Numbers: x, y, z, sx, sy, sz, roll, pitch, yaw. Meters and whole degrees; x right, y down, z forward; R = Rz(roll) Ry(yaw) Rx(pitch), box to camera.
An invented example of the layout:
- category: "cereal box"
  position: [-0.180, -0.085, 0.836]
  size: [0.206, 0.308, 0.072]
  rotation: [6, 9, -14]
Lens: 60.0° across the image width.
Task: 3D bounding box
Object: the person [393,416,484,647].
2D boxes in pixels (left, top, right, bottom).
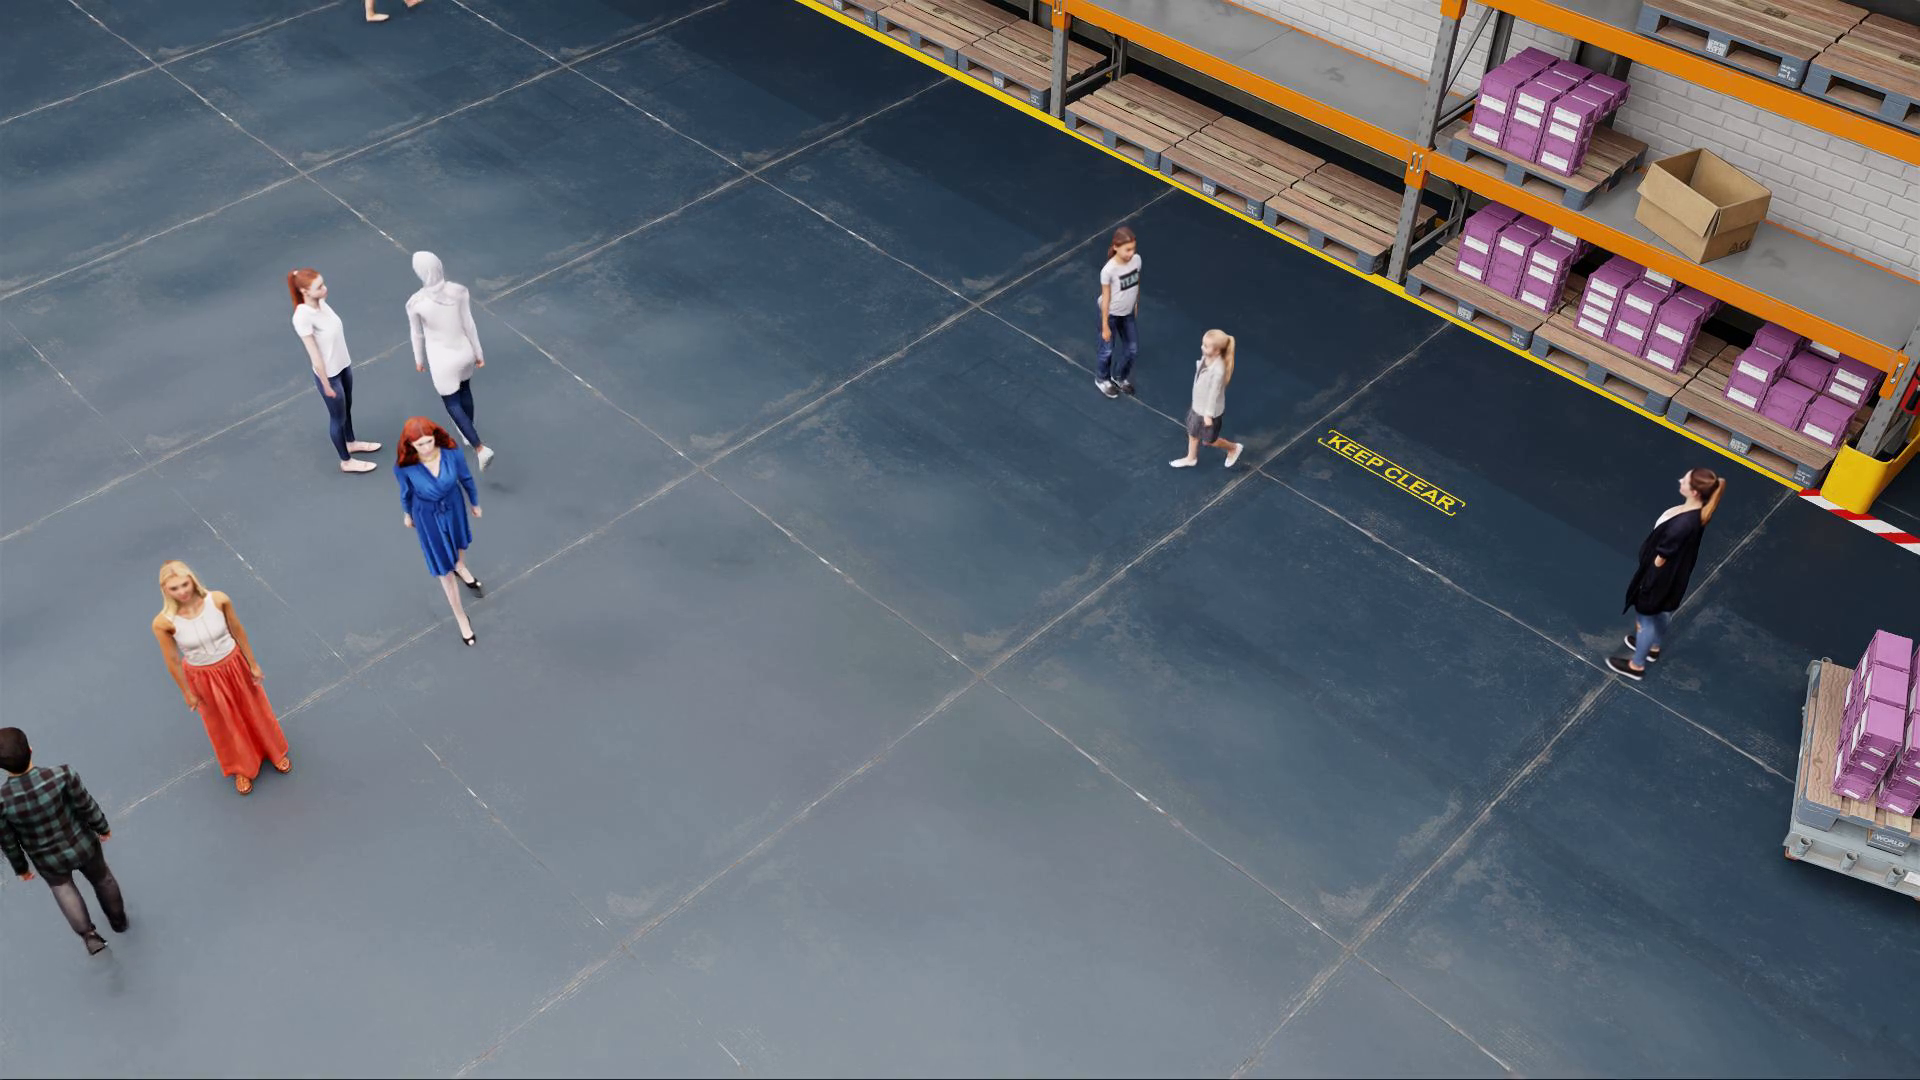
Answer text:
- category: "person"
  position: [-3.447, -0.194, 11.031]
  size: [0.797, 1.778, 1.050]
  rotation: [-24, 49, -23]

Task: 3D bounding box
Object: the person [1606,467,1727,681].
- category: "person"
  position: [4.541, 0.206, 10.683]
  size: [0.568, 1.680, 0.644]
  rotation: [30, 51, 28]

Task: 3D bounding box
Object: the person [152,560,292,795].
- category: "person"
  position: [-4.449, 0.795, 9.975]
  size: [0.637, 1.803, 0.594]
  rotation: [-30, 51, -27]

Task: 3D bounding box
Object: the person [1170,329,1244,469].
- category: "person"
  position: [1.879, -1.010, 12.261]
  size: [0.779, 1.263, 0.771]
  rotation: [-7, 44, -7]

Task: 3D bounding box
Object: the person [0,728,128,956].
- category: "person"
  position: [-4.956, 1.727, 9.165]
  size: [0.772, 1.704, 0.796]
  rotation: [-23, 48, -23]

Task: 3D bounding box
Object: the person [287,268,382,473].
- category: "person"
  position: [-4.614, -1.238, 12.158]
  size: [0.689, 1.736, 0.632]
  rotation: [1, 44, 1]

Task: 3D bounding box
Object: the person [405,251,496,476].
- category: "person"
  position: [-3.689, -1.277, 12.186]
  size: [0.764, 1.753, 1.097]
  rotation: [-25, 49, -24]

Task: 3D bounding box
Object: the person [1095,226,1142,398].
- category: "person"
  position: [1.172, -1.799, 12.884]
  size: [0.624, 1.547, 0.665]
  rotation: [-22, 48, -21]

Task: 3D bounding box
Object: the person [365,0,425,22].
- category: "person"
  position: [-6.278, -6.215, 17.482]
  size: [0.877, 1.598, 0.937]
  rotation: [-14, 45, -14]
